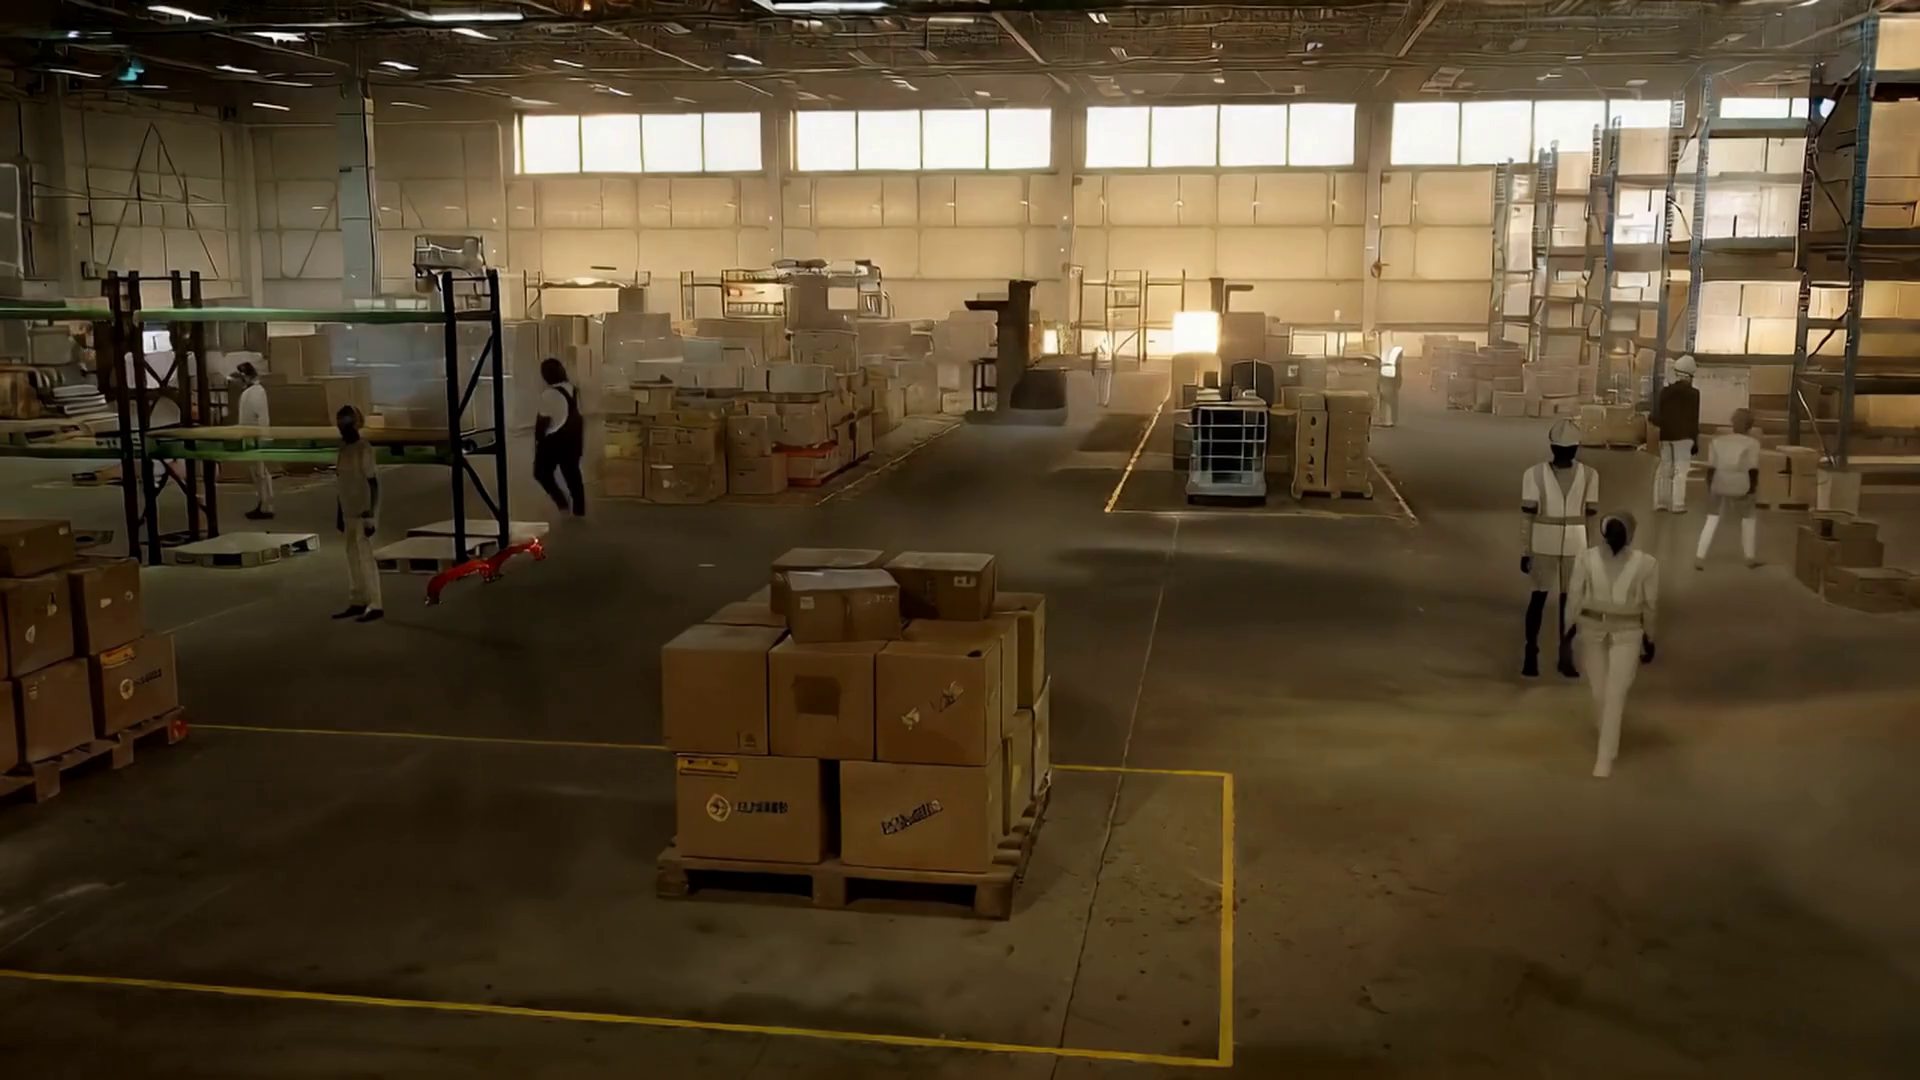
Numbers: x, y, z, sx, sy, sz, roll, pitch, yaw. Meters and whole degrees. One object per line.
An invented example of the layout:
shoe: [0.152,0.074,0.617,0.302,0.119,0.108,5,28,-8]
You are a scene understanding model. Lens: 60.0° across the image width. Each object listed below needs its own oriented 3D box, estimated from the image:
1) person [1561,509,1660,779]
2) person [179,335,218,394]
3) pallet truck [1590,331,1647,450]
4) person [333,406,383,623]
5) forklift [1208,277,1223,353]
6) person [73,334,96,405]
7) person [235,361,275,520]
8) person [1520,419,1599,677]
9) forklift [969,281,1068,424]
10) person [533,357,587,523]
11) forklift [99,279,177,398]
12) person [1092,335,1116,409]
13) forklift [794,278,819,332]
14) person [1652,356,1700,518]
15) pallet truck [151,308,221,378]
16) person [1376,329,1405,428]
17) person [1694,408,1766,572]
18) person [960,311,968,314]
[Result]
person: [4.003,0.591,10.238,0.527,1.598,0.873,6,11,32]
person: [-13.939,-2.837,30.431,0.600,1.903,0.614,2,9,9]
pallet truck: [11.253,-2.573,28.499,0.823,1.965,1.885,5,10,27]
person: [-5.238,-0.224,14.386,0.531,1.875,0.316,7,12,38]
forklift: [7.448,-6.244,48.423,1.873,2.768,1.129,1,9,9]
person: [-19.008,-3.623,35.957,0.656,1.675,0.543,-4,10,-23]
person: [-8.608,-1.215,20.304,0.355,1.937,0.634,-5,11,-30]
person: [4.462,0.066,12.407,0.550,1.937,0.357,1,9,8]
forklift: [1.194,-3.753,33.059,1.873,2.768,1.129,1,9,9]
person: [-4.789,-1.189,19.827,0.537,2.000,0.696,4,10,24]
forklift: [-19.606,-4.720,39.027,1.873,2.768,1.129,1,9,9]
person: [3.181,-3.717,36.676,0.527,1.624,0.531,0,9,0]
forklift: [-3.932,-5.317,42.705,1.873,2.768,1.129,-4,10,-24]
person: [8.860,-1.263,20.478,0.409,1.985,0.609,-3,10,-19]
pallet truck: [-21.869,-5.598,47.154,0.823,1.965,1.885,4,10,26]
person: [8.320,-3.116,32.124,0.397,1.911,0.587,-5,11,-30]
person: [7.783,-0.490,16.684,0.791,1.648,0.590,-6,11,-31]
person: [0.055,-5.381,46.042,0.480,1.923,0.559,-2,9,-11]
